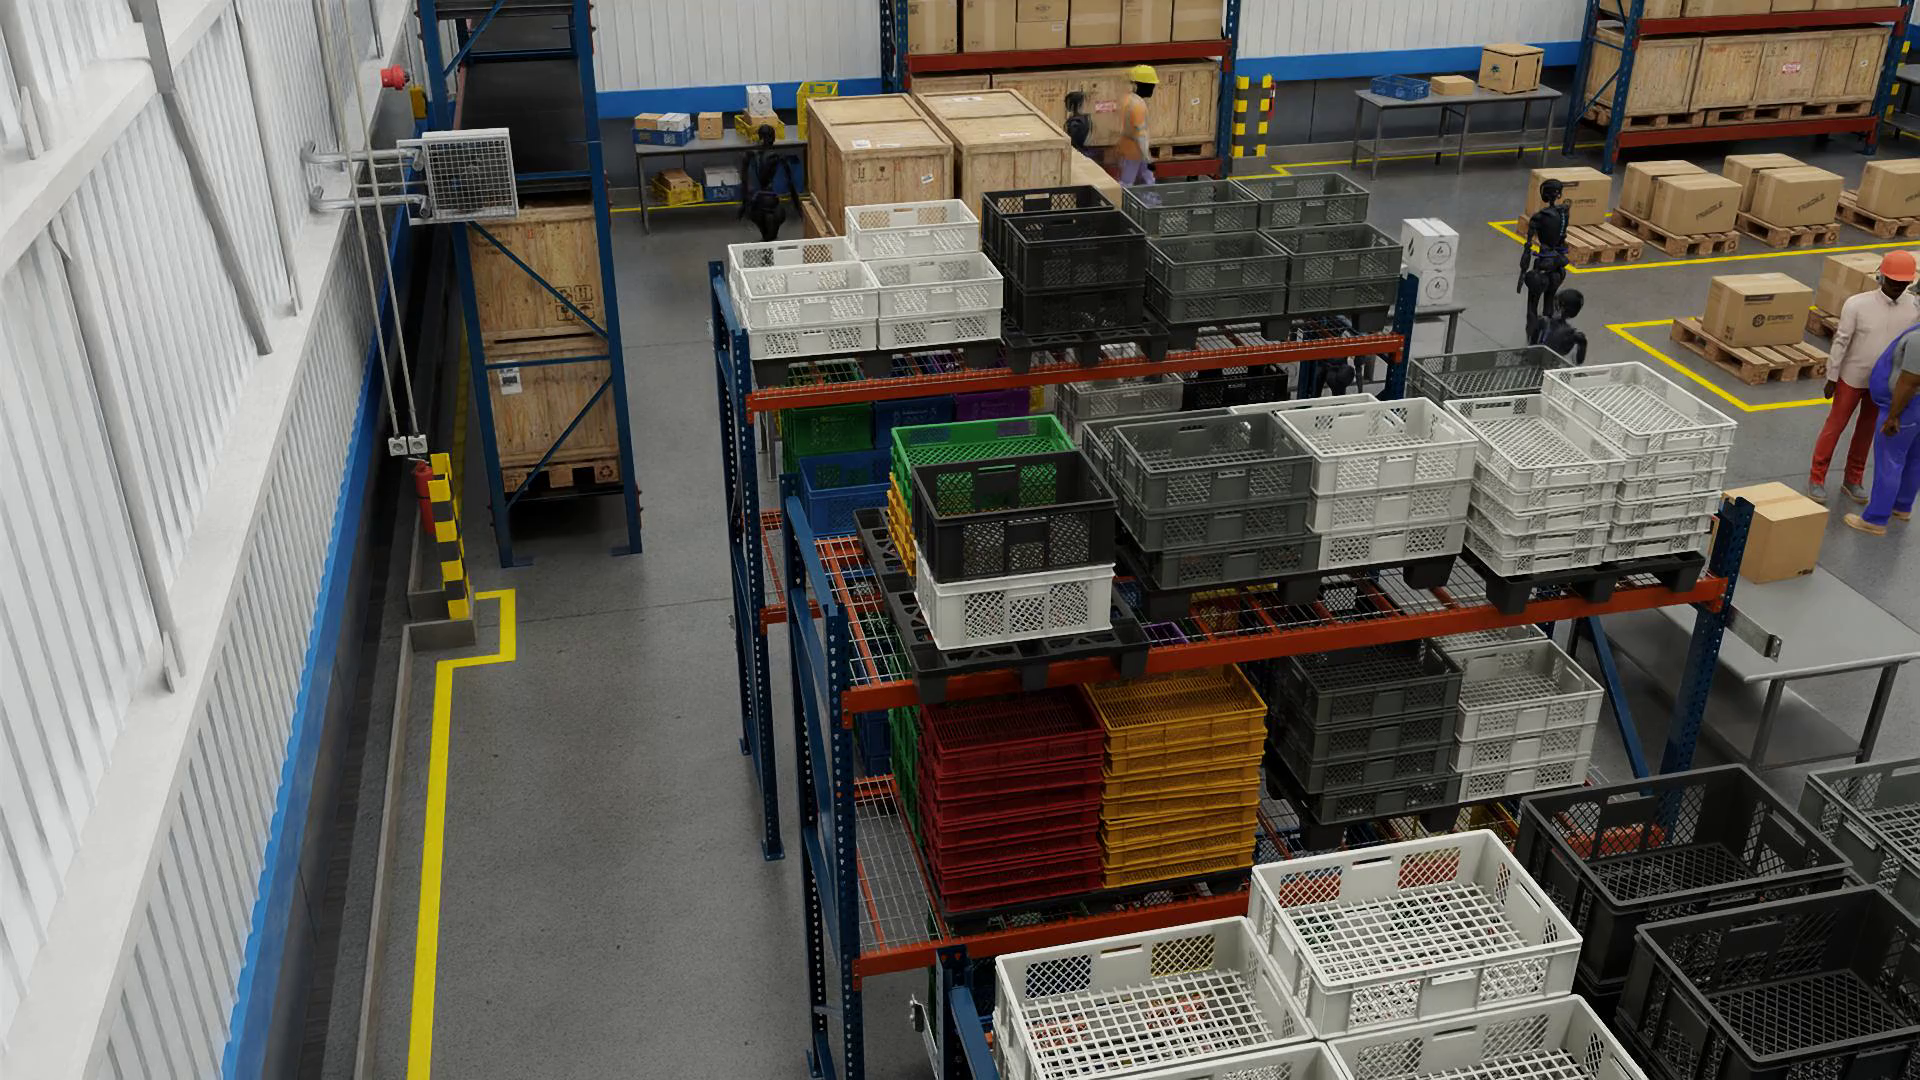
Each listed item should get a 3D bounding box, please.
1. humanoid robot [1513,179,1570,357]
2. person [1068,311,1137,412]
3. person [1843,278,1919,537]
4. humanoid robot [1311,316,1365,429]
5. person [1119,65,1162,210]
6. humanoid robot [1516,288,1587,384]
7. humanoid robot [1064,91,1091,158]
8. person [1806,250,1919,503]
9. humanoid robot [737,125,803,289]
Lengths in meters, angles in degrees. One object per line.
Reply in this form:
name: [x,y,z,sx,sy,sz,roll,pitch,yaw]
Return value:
humanoid robot: [5.359,-2.496,15.278,0.545,1.648,0.358,-16,32,-28]
person: [1.101,-1.388,12.949,0.572,1.883,0.354,16,32,27]
person: [6.888,-1.031,12.103,0.682,2.000,0.536,-20,34,-33]
humanoid robot: [2.963,-1.428,13.232,0.315,1.656,0.609,-20,34,-34]
person: [2.076,-4.327,18.527,0.966,1.880,0.602,2,28,4]
humanoid robot: [4.420,-1.112,12.665,0.518,1.630,0.591,-15,31,-26]
humanoid robot: [1.235,-4.098,18.324,0.630,1.639,0.609,1,28,2]
person: [6.829,-1.220,12.512,0.621,1.992,0.382,0,28,1]
humanoid robot: [-1.960,-3.455,17.125,0.619,1.623,0.760,14,31,25]
